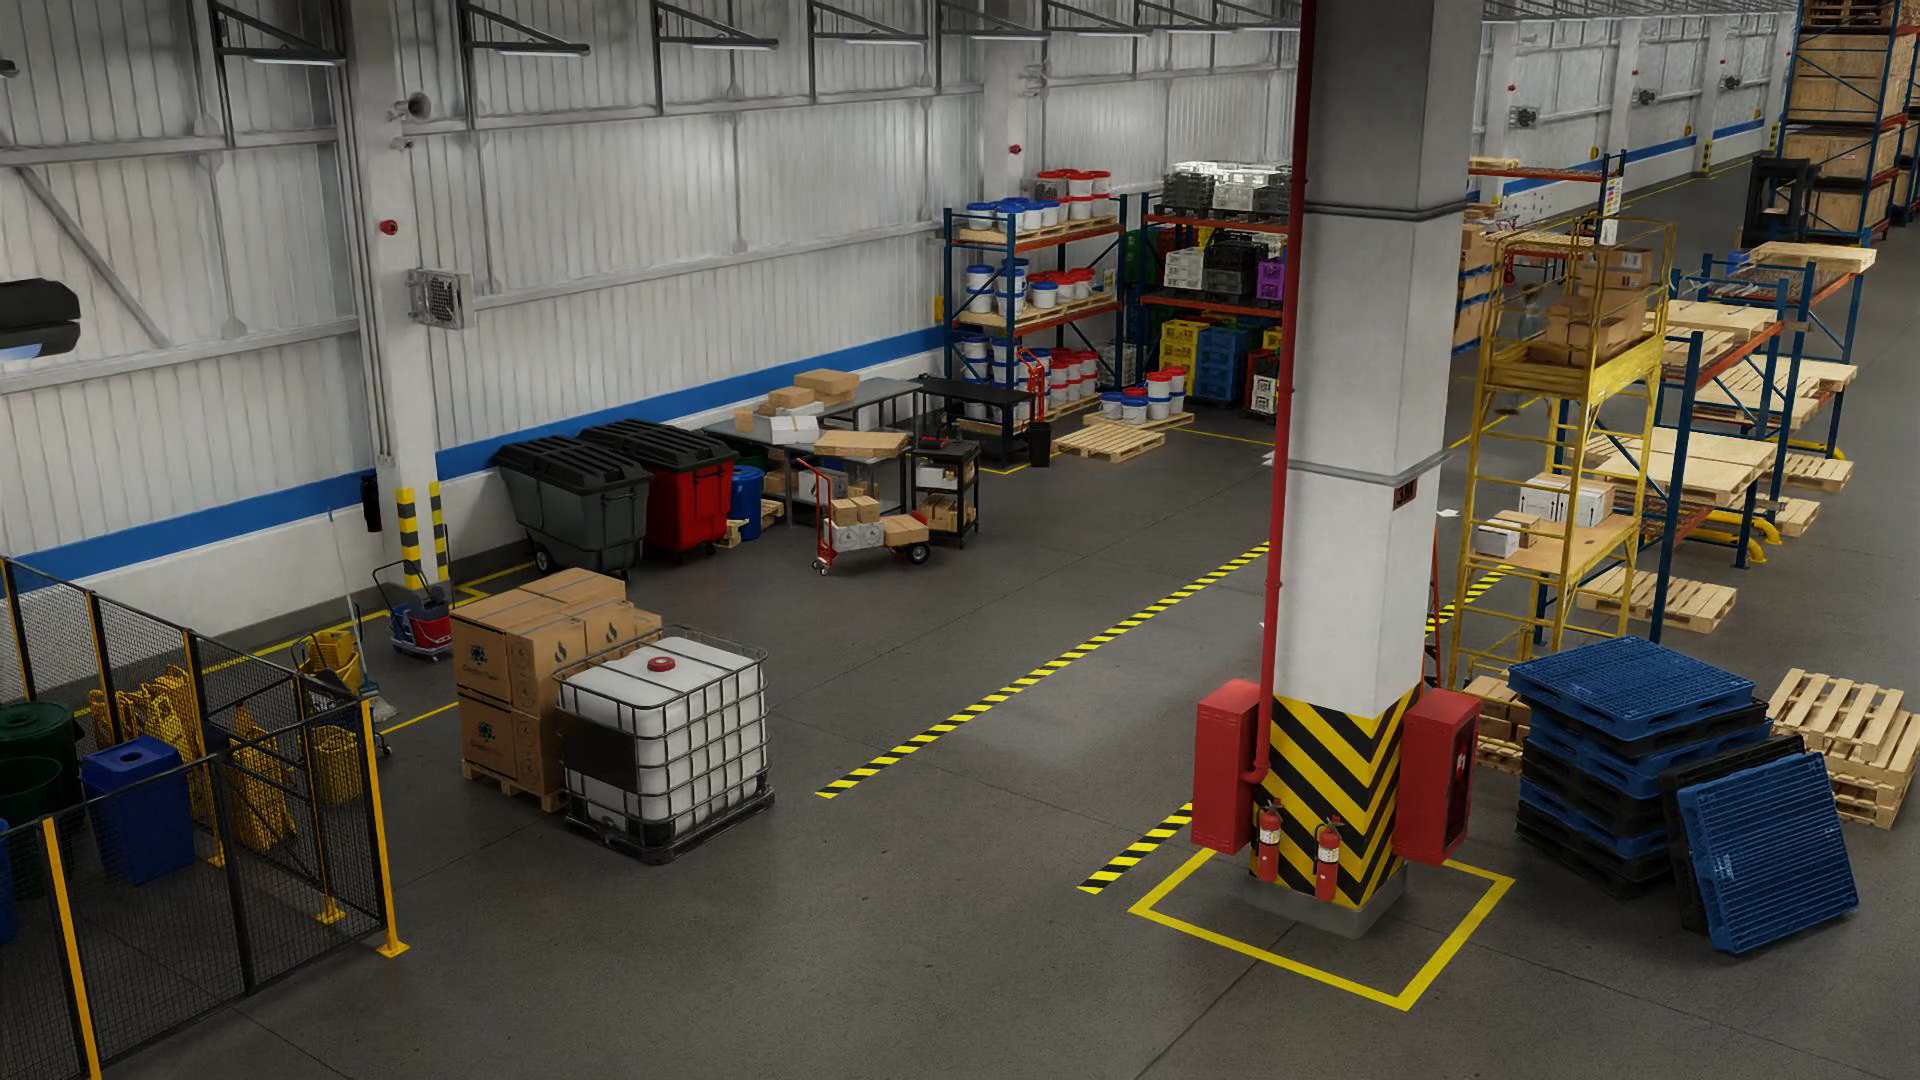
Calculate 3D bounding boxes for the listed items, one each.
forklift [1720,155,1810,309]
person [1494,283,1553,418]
[{"bbox_3d":[15.363,-5.849,31.521,1.129,2.768,1.873,13,22,34],"label":"forklift"},{"bbox_3d":[7.994,-2.629,23.206,0.813,1.913,0.631,8,20,23],"label":"person"}]
